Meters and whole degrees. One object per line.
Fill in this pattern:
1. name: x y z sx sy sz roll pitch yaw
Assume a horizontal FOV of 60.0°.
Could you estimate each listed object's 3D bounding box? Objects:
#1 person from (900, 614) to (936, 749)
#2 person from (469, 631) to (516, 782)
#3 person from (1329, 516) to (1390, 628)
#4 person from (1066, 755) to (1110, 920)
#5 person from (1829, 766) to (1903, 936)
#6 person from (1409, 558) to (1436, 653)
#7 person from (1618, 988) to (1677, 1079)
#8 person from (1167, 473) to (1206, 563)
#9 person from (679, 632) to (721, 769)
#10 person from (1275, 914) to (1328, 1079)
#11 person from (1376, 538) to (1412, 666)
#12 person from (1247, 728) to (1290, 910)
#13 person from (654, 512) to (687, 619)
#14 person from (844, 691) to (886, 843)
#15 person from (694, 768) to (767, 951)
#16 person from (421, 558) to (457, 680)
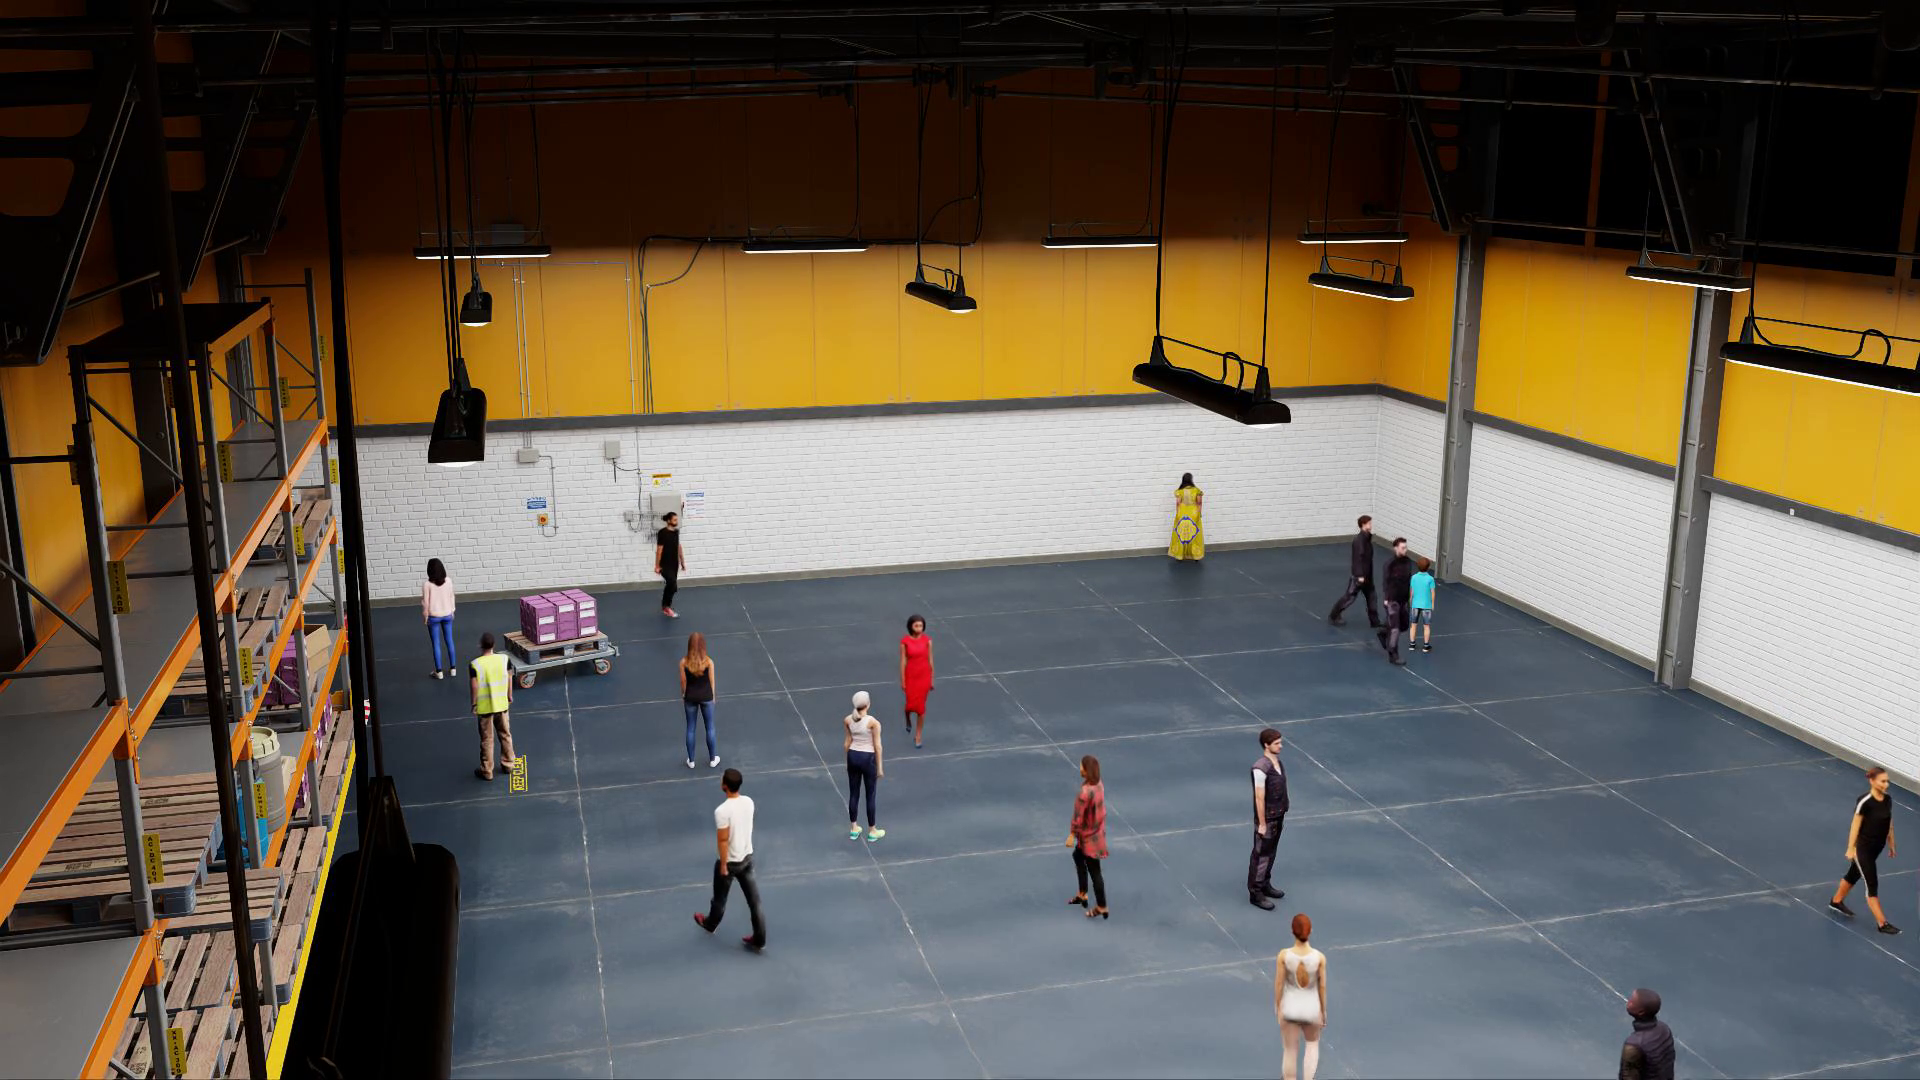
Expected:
1. person: -0.559 1.782 21.248 0.578 1.729 0.713 -3 14 -12
2. person: -5.677 1.986 20.151 0.823 1.848 0.861 -11 18 -39
3. person: 6.257 0.522 26.306 1.264 1.798 1.217 7 15 27
4. person: 1.379 2.962 16.469 0.851 1.685 0.794 5 15 21
5. person: 8.885 3.009 16.407 0.711 1.622 1.095 -6 15 -24
6. person: 7.004 0.964 25.223 0.596 1.449 0.649 7 15 27
7. person: 4.887 4.060 11.727 1.016 1.783 1.267 -11 17 -37
8. person: 4.184 -0.422 30.501 0.969 1.659 0.943 2 14 7
9. person: -3.218 1.967 20.498 0.631 1.723 0.583 -1 14 -4
10. person: 2.706 3.784 13.191 0.661 1.629 0.683 2 14 9
11. person: 6.417 0.878 24.636 0.857 1.891 1.085 -8 16 -29
12. person: 3.109 2.788 16.841 0.792 1.849 0.735 8 16 30
13. person: -4.789 0.399 26.937 0.856 1.740 0.784 6 15 24
14. person: -1.083 2.490 18.382 0.686 1.702 0.725 6 15 23
15. person: -2.066 3.072 15.853 1.213 1.762 1.070 11 17 38
16. person: -7.482 1.115 23.918 0.717 1.769 0.680 -10 17 -35
